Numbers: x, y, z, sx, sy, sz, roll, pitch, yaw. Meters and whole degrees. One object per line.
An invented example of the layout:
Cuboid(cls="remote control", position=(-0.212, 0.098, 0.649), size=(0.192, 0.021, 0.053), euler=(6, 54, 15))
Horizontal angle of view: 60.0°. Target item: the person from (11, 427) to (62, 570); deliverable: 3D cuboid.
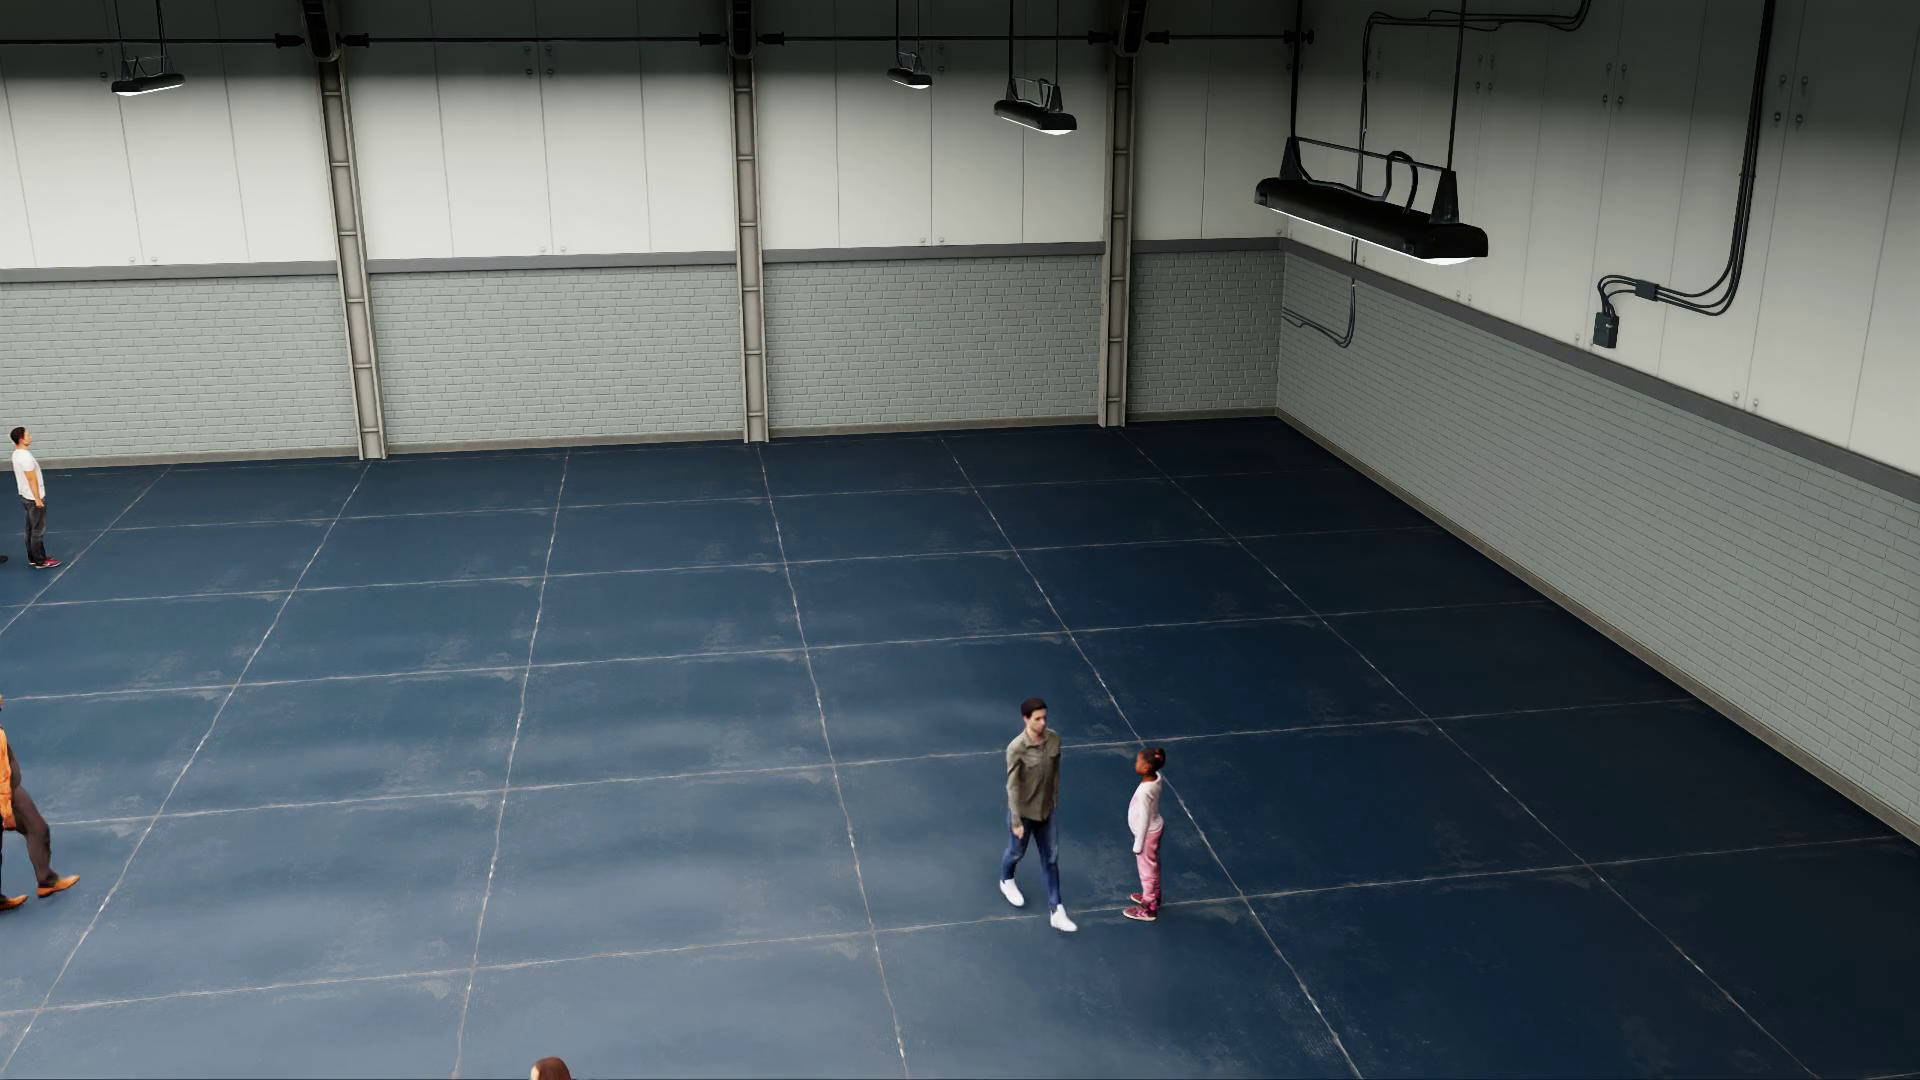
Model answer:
Cuboid(cls="person", position=(-11.716, -0.549, 20.971), size=(0.725, 1.803, 0.722), euler=(-16, 24, -40))

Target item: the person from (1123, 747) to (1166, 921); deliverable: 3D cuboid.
Cuboid(cls="person", position=(1.470, 2.255, 12.942), size=(0.639, 1.442, 0.614), euler=(7, 19, 21))

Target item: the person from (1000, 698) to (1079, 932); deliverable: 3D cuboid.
Cuboid(cls="person", position=(0.503, 2.074, 12.893), size=(1.211, 1.818, 1.068), euler=(-11, 21, -30))

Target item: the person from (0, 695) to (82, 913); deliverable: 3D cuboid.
Cuboid(cls="person", position=(-7.550, 2.043, 12.875), size=(1.038, 1.887, 1.099), euler=(12, 22, 33))
